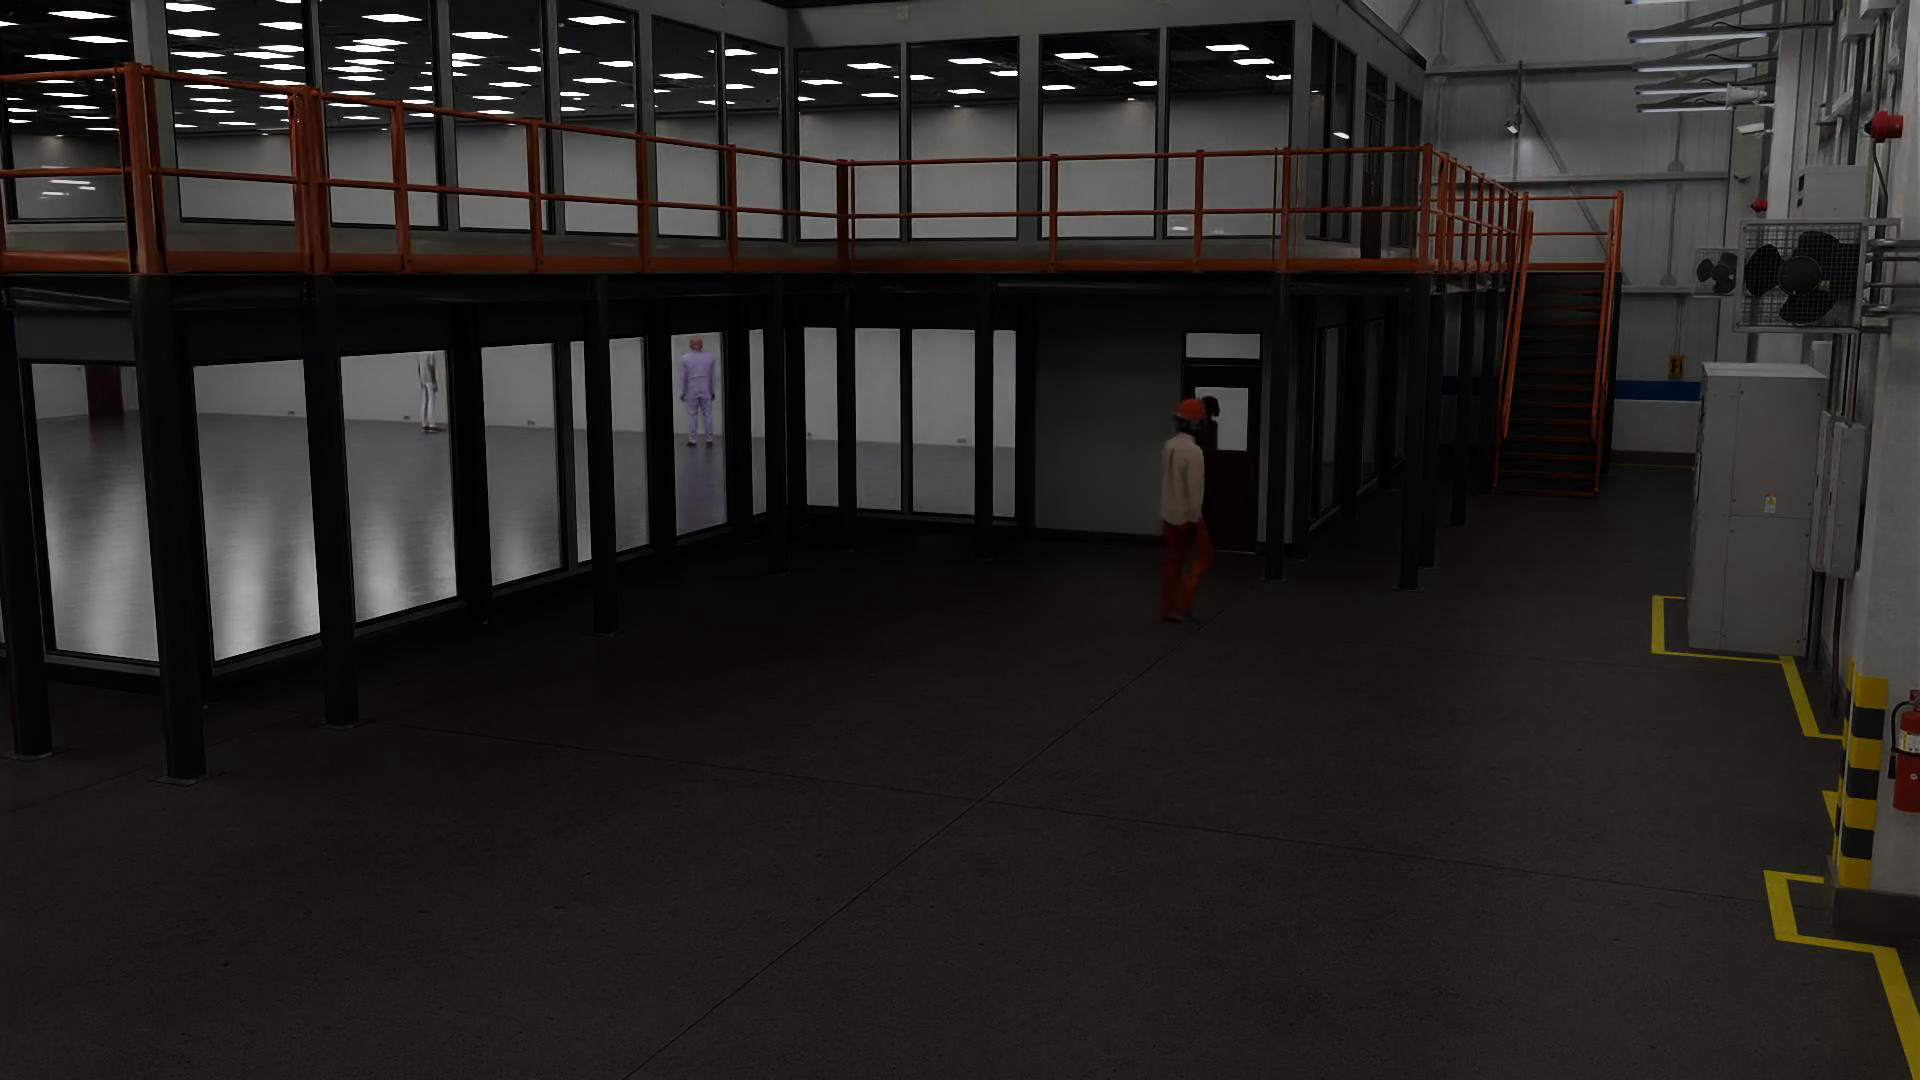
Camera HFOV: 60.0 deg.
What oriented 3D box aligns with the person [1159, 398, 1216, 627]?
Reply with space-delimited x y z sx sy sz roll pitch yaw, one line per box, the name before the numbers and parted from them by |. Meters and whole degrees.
person | 1.929 -0.220 14.219 0.464 1.977 0.621 -4 10 -23
